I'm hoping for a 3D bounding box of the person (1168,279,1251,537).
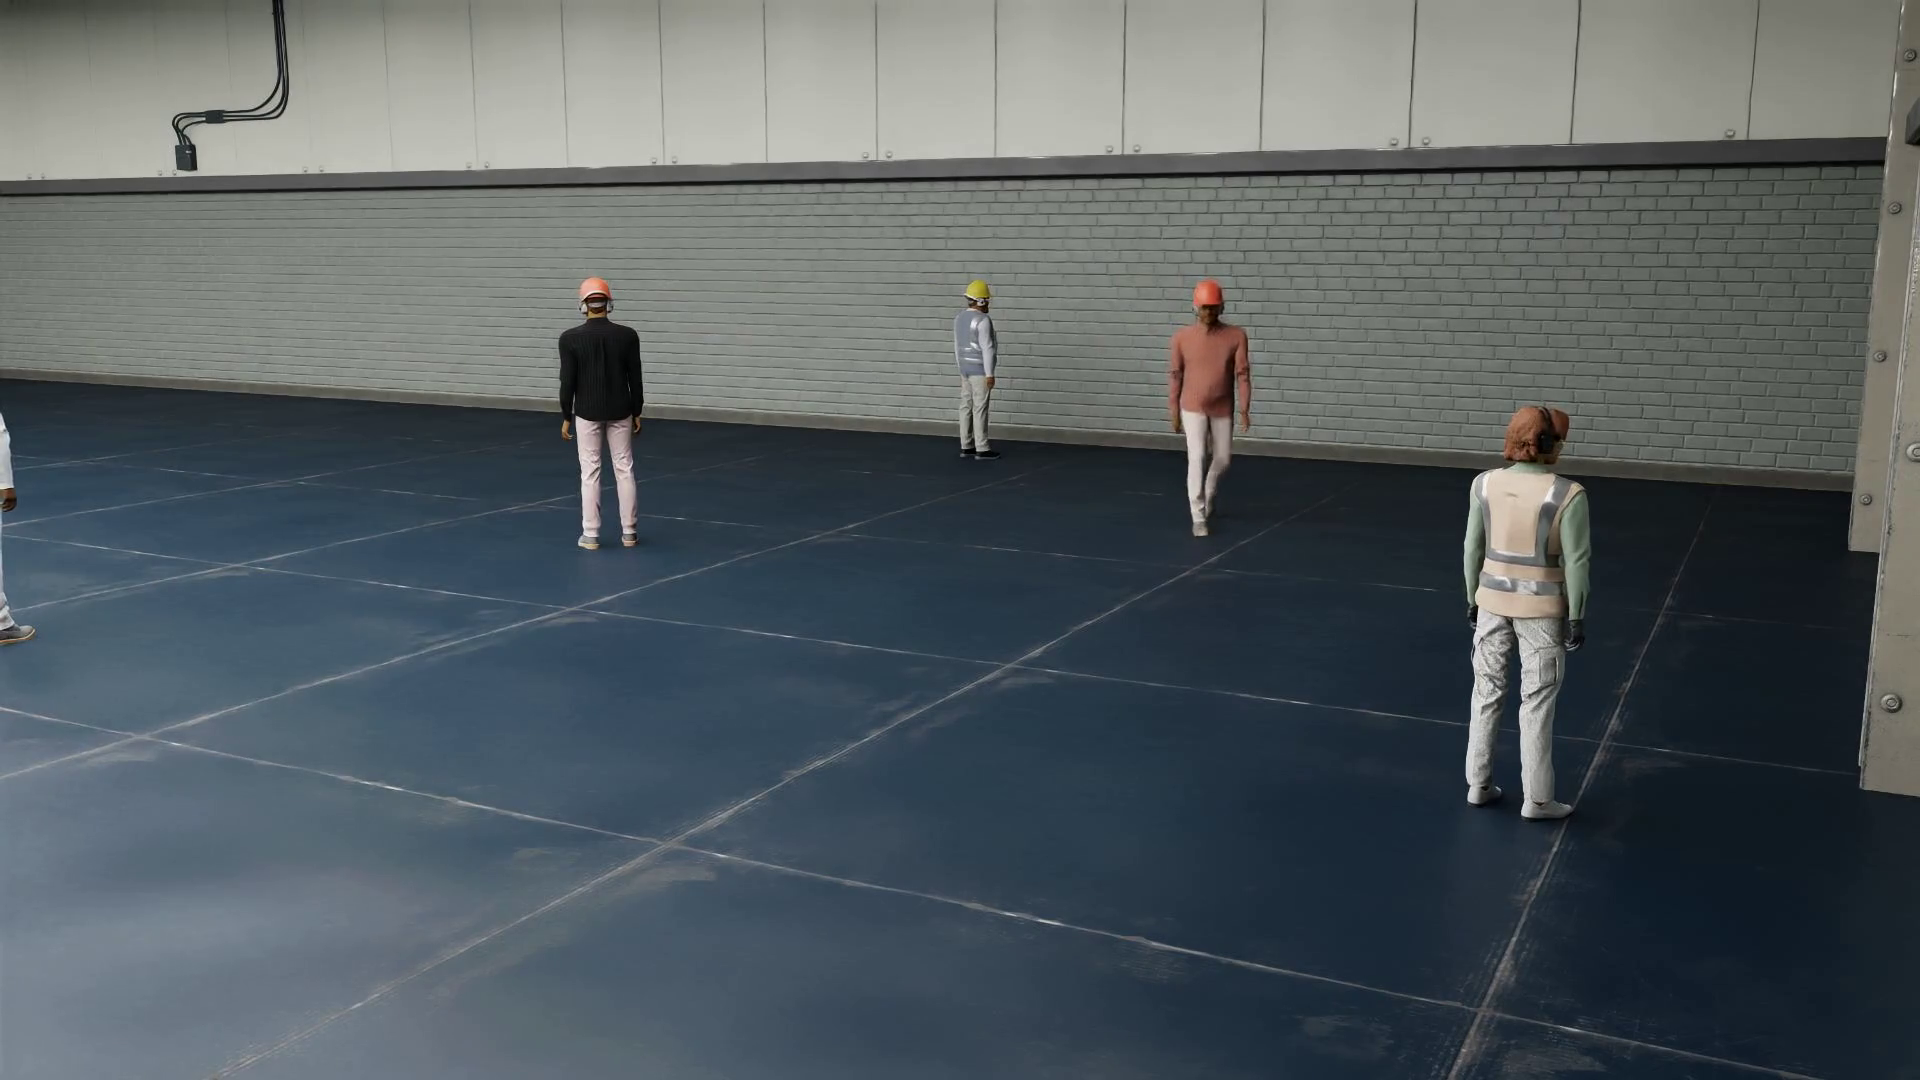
[{"bbox_3d":[1.922,-1.044,12.944,0.615,1.966,0.781,0,10,-1],"label":"person"}]

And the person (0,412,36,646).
[{"bbox_3d":[-5.545,-0.333,9.287,0.583,1.884,0.350,2,11,9],"label":"person"}]

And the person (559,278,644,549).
[{"bbox_3d":[-2.633,-0.923,12.230,0.610,1.986,0.392,-4,11,-22],"label":"person"}]

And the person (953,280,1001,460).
[{"bbox_3d":[0.185,-1.748,17.140,0.403,1.835,0.586,-7,12,-32],"label":"person"}]

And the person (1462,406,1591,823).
[{"bbox_3d":[2.224,0.289,6.569,0.310,1.636,0.523,-9,14,-41],"label":"person"}]
